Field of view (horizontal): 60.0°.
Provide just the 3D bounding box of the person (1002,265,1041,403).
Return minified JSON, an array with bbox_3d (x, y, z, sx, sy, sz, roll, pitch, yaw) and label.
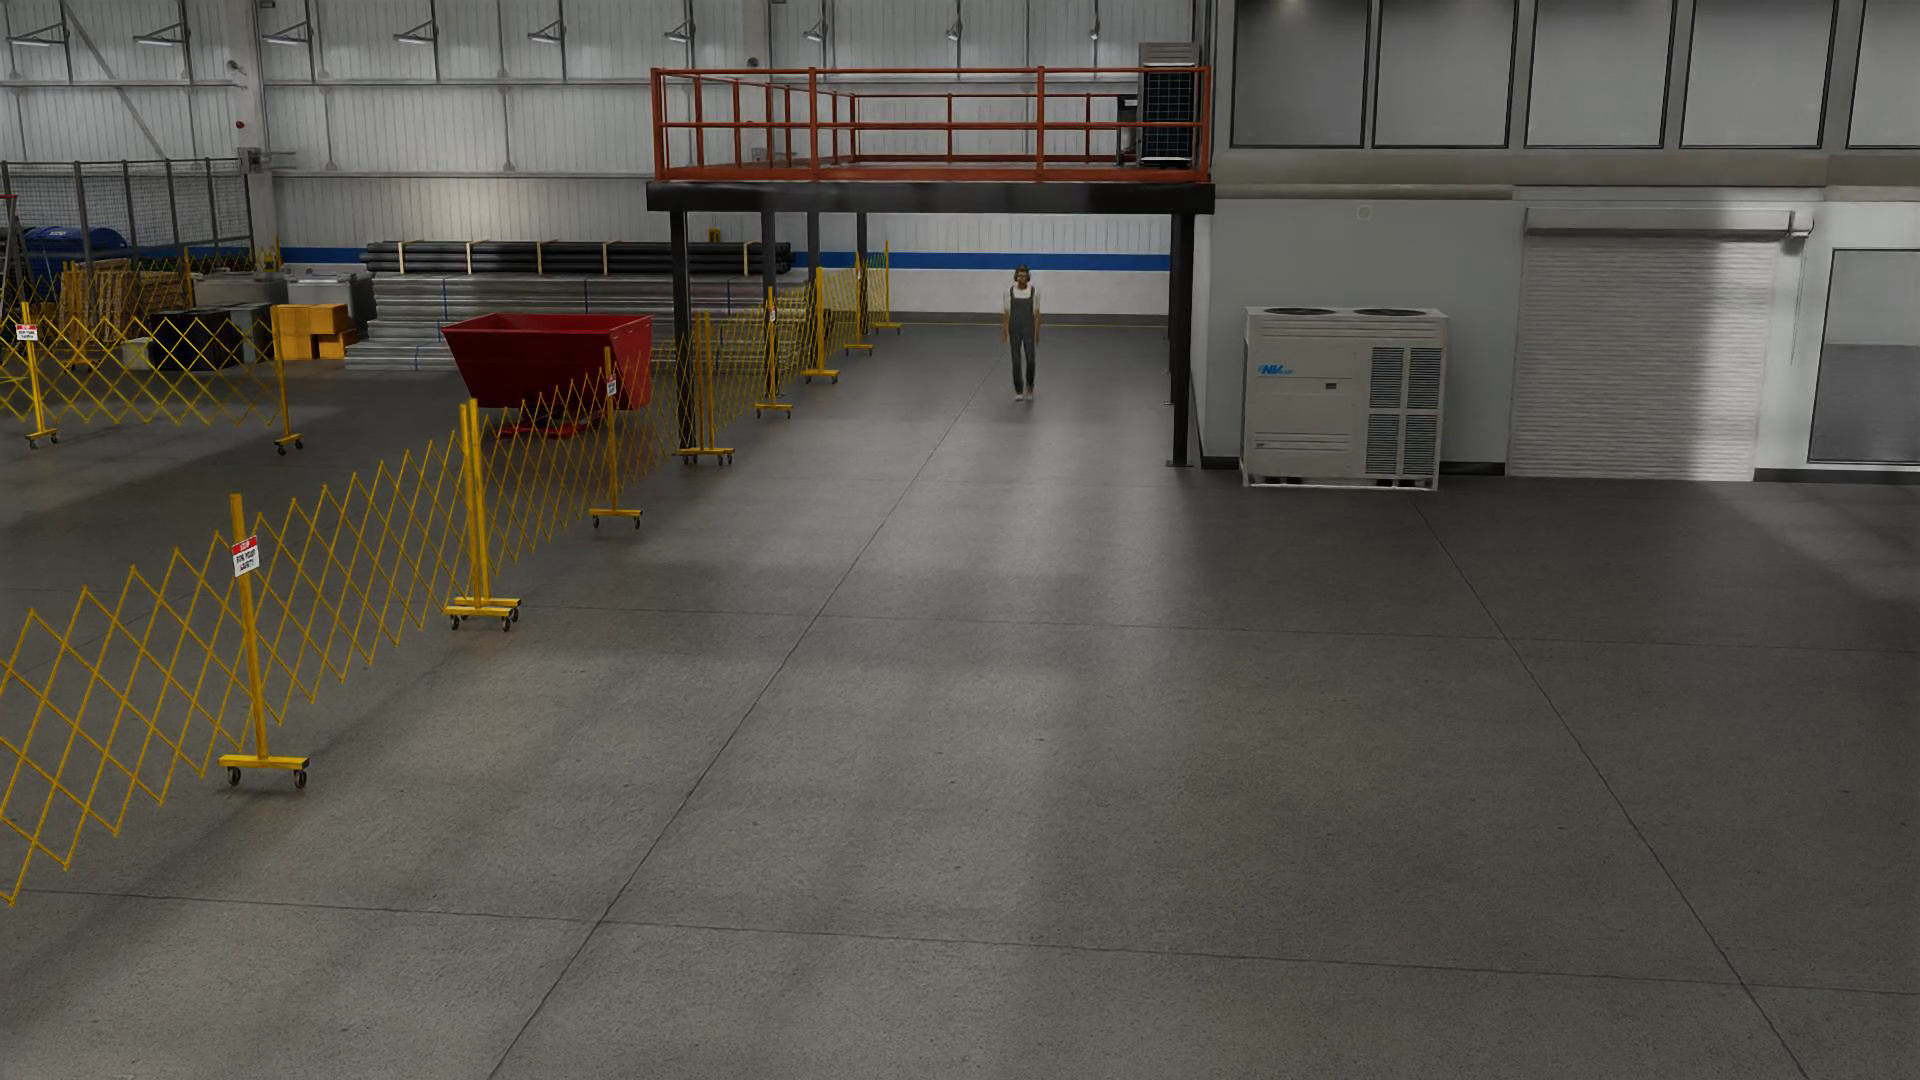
[{"bbox_3d":[0.814,-2.736,22.177,0.504,1.819,0.718,1,14,5],"label":"person"}]
